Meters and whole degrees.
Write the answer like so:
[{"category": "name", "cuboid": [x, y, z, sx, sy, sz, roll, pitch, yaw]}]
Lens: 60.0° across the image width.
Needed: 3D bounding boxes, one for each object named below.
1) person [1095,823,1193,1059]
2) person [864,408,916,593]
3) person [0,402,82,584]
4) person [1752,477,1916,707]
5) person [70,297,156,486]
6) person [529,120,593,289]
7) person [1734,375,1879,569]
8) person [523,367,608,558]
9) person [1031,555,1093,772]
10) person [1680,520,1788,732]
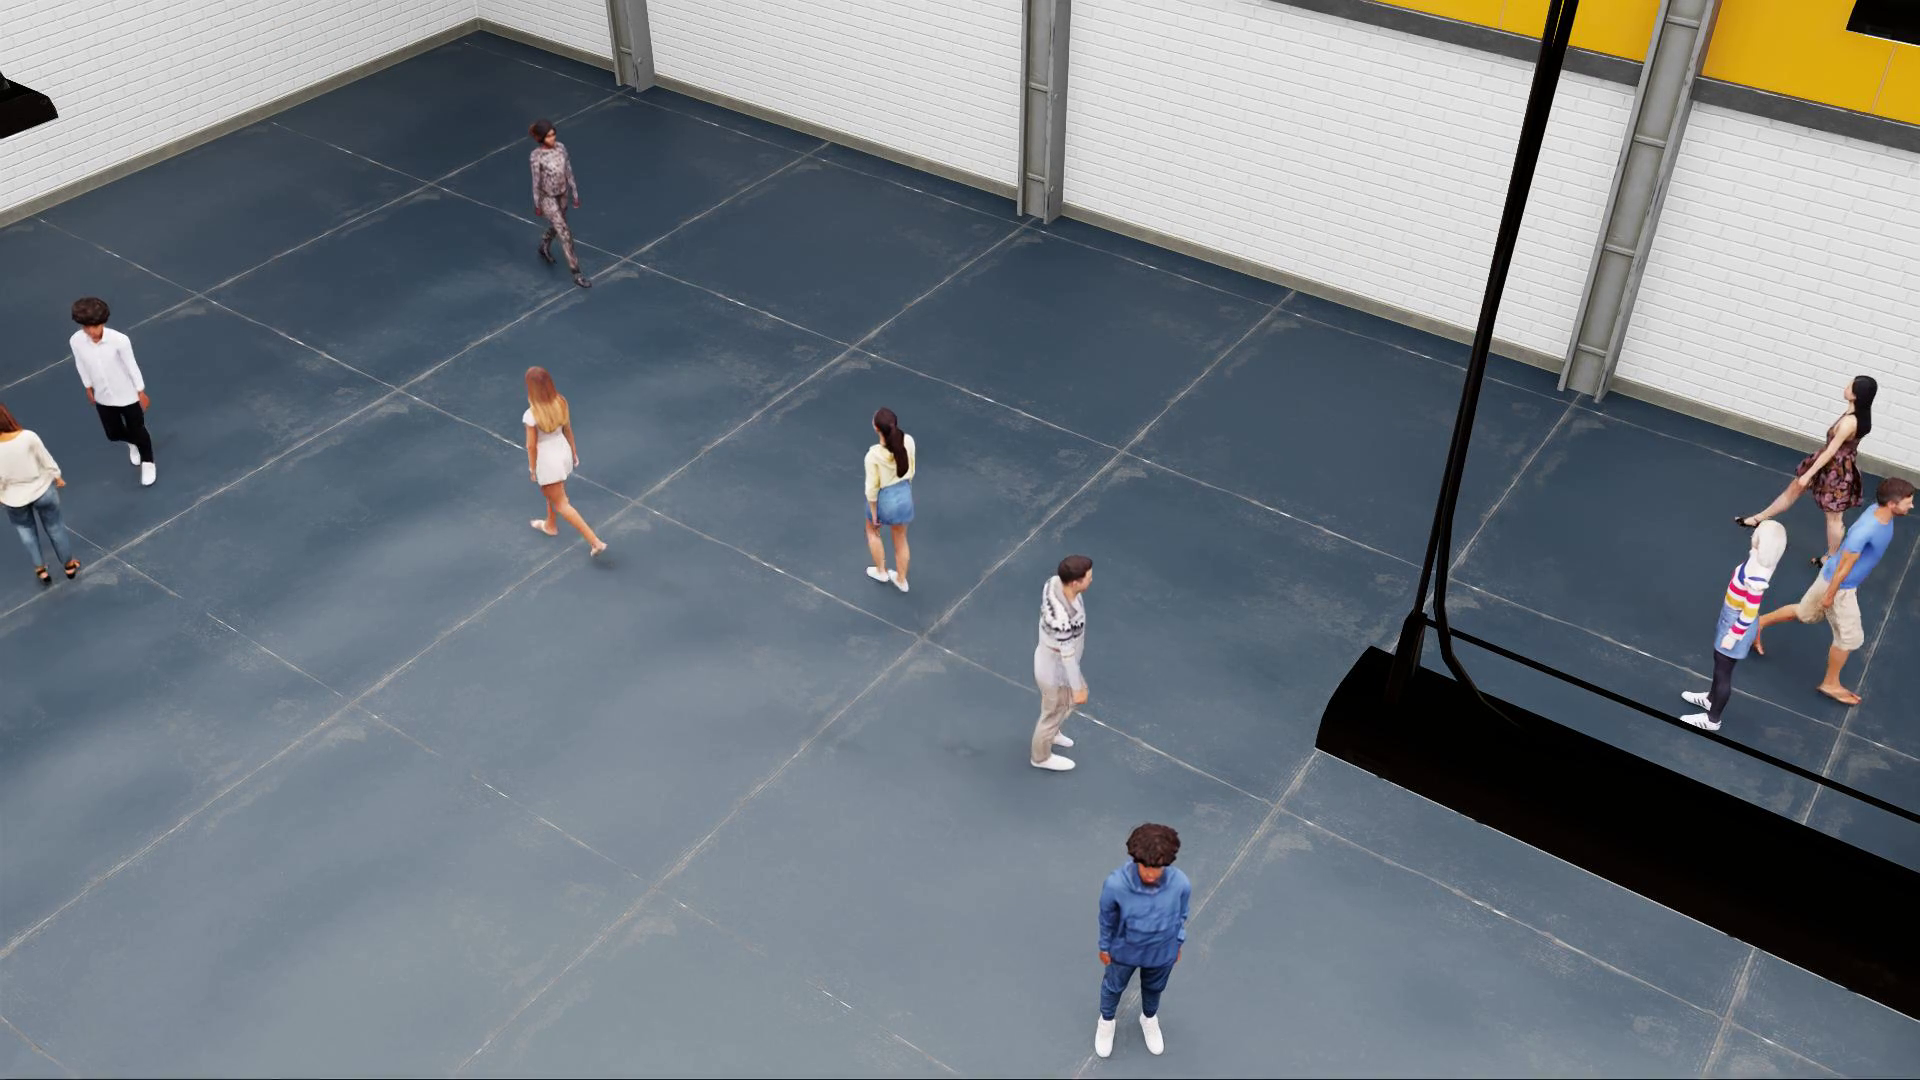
[{"category": "person", "cuboid": [1.030, 2.253, 9.391, 0.720, 1.808, 0.813, -2, 39, -3]}, {"category": "person", "cuboid": [-0.485, -0.257, 12.686, 0.732, 1.618, 0.741, -20, 43, -23]}, {"category": "person", "cuboid": [-7.129, -0.334, 12.733, 0.716, 1.679, 0.750, -11, 40, -13]}, {"category": "person", "cuboid": [6.192, 0.261, 11.867, 1.207, 1.830, 0.697, 29, 47, 31]}, {"category": "person", "cuboid": [-7.011, -1.279, 13.830, 0.908, 1.788, 0.962, -1, 39, -1]}, {"category": "person", "cuboid": [-4.080, -3.397, 16.575, 1.168, 1.671, 0.666, 30, 47, 32]}, {"category": "person", "cuboid": [6.821, -0.459, 12.845, 1.094, 1.736, 0.653, 27, 46, 29]}, {"category": "person", "cuboid": [-3.144, -0.576, 13.050, 1.091, 1.662, 0.572, 23, 44, 26]}, {"category": "person", "cuboid": [0.566, 0.839, 11.137, 0.803, 1.839, 0.792, 2, 39, 3]}, {"category": "person", "cuboid": [5.376, 0.580, 11.486, 0.575, 1.807, 0.685, 16, 41, 19]}]
